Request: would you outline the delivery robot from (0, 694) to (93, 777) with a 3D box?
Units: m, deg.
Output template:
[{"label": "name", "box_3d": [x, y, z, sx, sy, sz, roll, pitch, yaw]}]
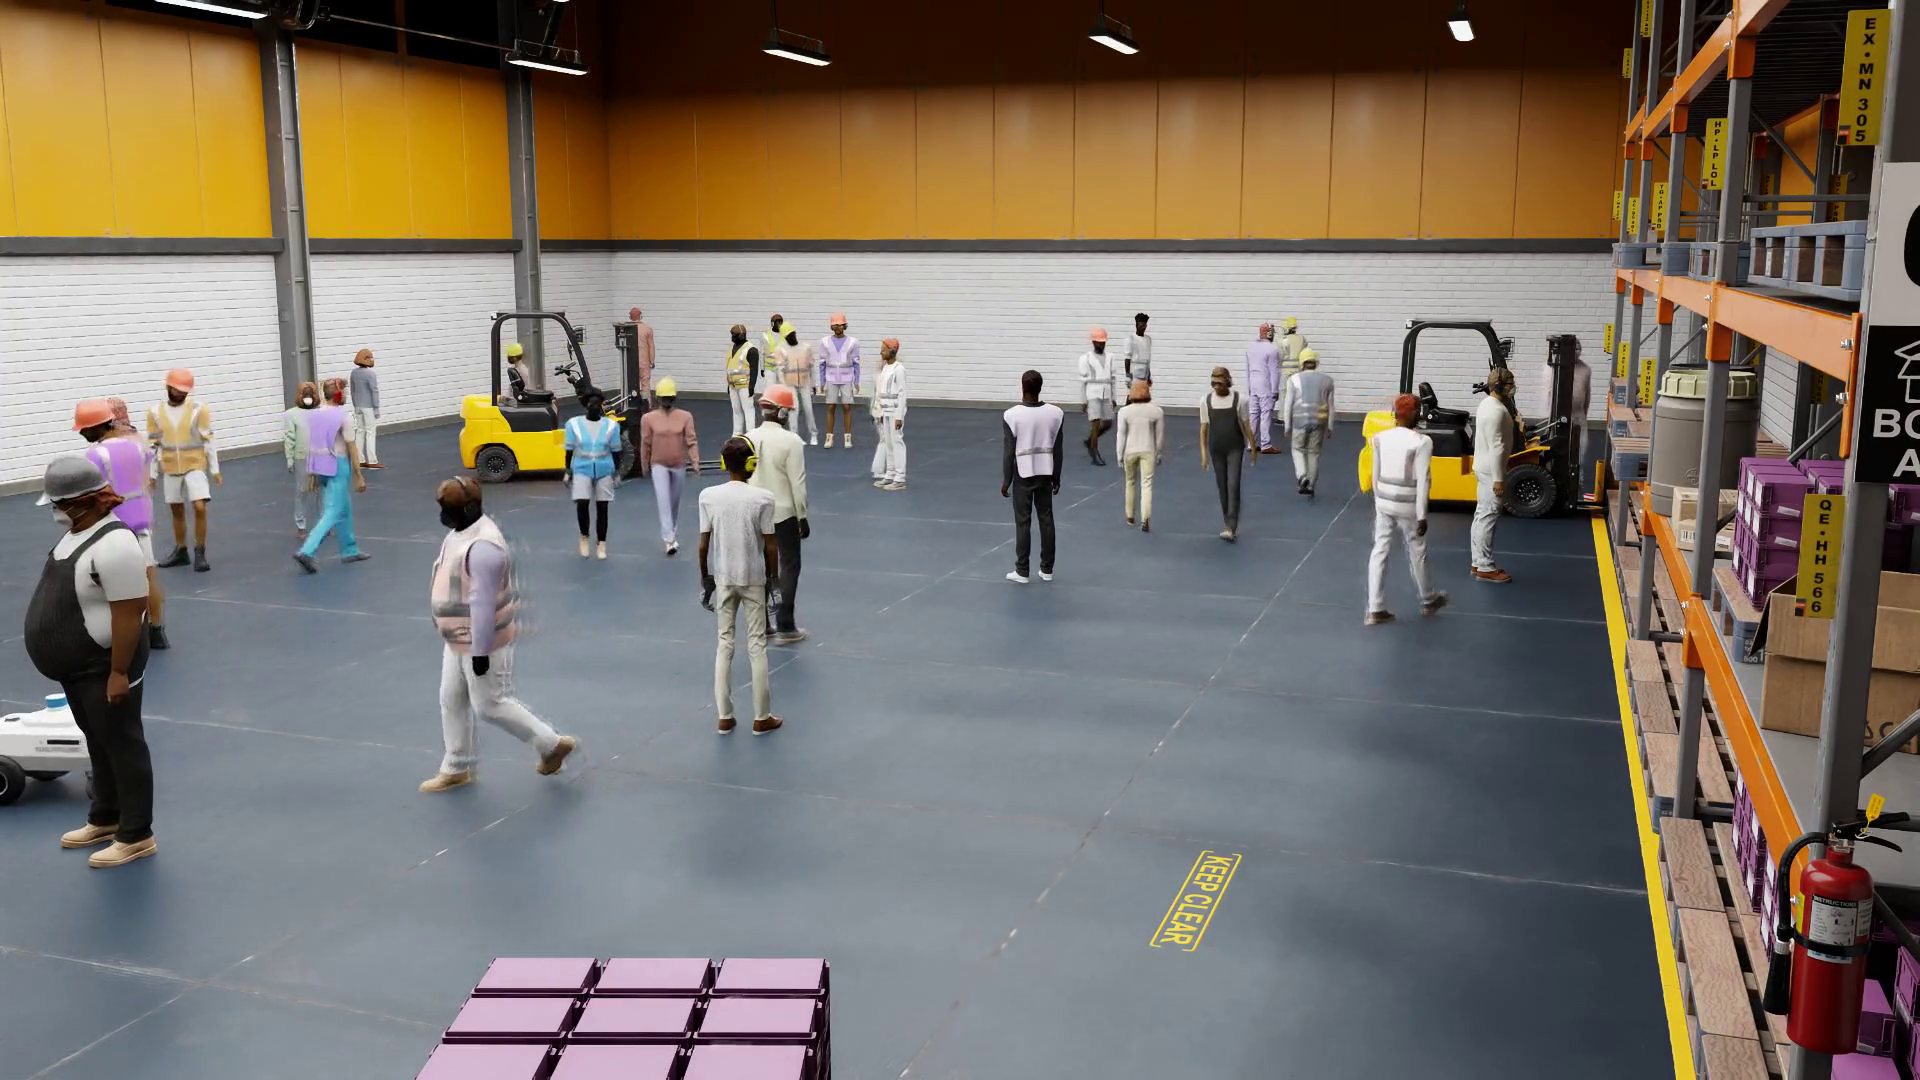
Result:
[{"label": "delivery robot", "box_3d": [-4.966, 1.094, 9.177, 0.707, 0.478, 0.477, 1, 10, 3]}]

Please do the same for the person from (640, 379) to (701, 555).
[{"label": "person", "box_3d": [-2.859, -0.727, 16.406, 0.539, 1.715, 0.905, -4, 11, -21]}]

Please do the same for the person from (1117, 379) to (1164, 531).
[{"label": "person", "box_3d": [1.927, -0.912, 17.806, 0.505, 1.598, 0.799, 1, 10, 5]}]

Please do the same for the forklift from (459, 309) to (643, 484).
[{"label": "forklift", "box_3d": [-5.354, -1.902, 21.697, 2.313, 2.155, 1.214, -2, 10, -13]}]

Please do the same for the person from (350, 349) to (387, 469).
[{"label": "person", "box_3d": [-8.050, -1.773, 22.552, 0.501, 1.632, 0.280, 7, 12, 33]}]

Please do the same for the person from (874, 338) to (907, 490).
[{"label": "person", "box_3d": [-0.845, -1.560, 20.649, 0.357, 1.883, 0.573, -4, 11, -23]}]

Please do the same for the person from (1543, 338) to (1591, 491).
[{"label": "person", "box_3d": [7.529, -1.541, 20.537, 0.654, 1.888, 0.595, -1, 10, -5]}]

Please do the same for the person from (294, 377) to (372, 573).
[{"label": "person", "box_3d": [-5.898, -0.613, 15.560, 0.577, 1.807, 0.892, 7, 12, 33]}]

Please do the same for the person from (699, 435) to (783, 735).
[{"label": "person", "box_3d": [-1.362, 0.283, 10.325, 0.532, 1.864, 0.312, 2, 10, 9]}]

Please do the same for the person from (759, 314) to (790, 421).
[{"label": "person", "box_3d": [-3.147, -2.962, 28.654, 0.628, 1.847, 0.429, -1, 10, -8]}]

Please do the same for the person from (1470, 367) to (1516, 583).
[{"label": "person", "box_3d": [4.828, -0.593, 15.046, 0.373, 1.940, 0.629, 2, 10, 9]}]

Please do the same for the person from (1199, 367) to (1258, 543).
[{"label": "person", "box_3d": [2.722, -0.871, 17.015, 0.594, 1.793, 0.864, 4, 11, 21]}]

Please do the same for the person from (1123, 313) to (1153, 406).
[{"label": "person", "box_3d": [2.836, -2.627, 26.431, 0.608, 1.963, 0.370, -9, 14, -43]}]

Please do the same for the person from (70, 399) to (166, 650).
[{"label": "person", "box_3d": [-6.285, -0.111, 12.407, 0.646, 1.902, 0.650, 4, 11, 20]}]

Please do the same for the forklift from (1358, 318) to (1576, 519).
[{"label": "forklift", "box_3d": [5.787, -1.437, 19.079, 2.313, 2.155, 1.214, 3, 11, 19]}]

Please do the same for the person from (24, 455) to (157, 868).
[{"label": "person", "box_3d": [-4.272, 0.578, 8.164, 0.536, 2.000, 0.676, -10, 14, -43]}]

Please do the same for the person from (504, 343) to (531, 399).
[{"label": "person", "box_3d": [-5.994, -1.863, 22.863, 0.947, 1.704, 0.531, -3, 11, -19]}]

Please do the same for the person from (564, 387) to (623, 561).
[{"label": "person", "box_3d": [-3.507, -0.627, 15.926, 0.563, 1.681, 0.374, -3, 11, -18]}]

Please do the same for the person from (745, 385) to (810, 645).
[{"label": "person", "box_3d": [-1.418, -0.194, 12.706, 0.640, 1.968, 0.468, 7, 12, 33]}]

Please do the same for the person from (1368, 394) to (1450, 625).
[{"label": "person", "box_3d": [3.624, -0.261, 13.440, 0.942, 1.839, 0.611, -8, 13, -40]}]

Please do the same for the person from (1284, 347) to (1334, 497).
[{"label": "person", "box_3d": [4.193, -1.405, 19.989, 0.611, 1.807, 0.546, 0, 10, 0]}]

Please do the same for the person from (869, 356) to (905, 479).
[{"label": "person", "box_3d": [-0.959, -1.588, 21.573, 0.440, 1.609, 0.529, -8, 13, -37]}]

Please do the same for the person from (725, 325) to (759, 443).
[{"label": "person", "box_3d": [-3.310, -2.323, 25.083, 0.619, 1.838, 0.430, 10, 14, 43]}]

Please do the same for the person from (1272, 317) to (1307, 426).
[{"label": "person", "box_3d": [5.530, -2.817, 27.930, 0.632, 1.817, 0.403, -5, 11, -24]}]

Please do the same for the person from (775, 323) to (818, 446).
[{"label": "person", "box_3d": [-2.471, -2.353, 25.174, 0.626, 1.877, 0.397, -4, 11, -20]}]

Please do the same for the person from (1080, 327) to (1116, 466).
[{"label": "person", "box_3d": [1.885, -1.995, 23.004, 0.557, 1.916, 0.554, -5, 11, -27]}]

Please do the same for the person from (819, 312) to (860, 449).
[{"label": "person", "box_3d": [-1.792, -2.370, 24.758, 0.609, 2.044, 0.393, 0, 10, 3]}]

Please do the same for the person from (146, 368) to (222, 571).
[{"label": "person", "box_3d": [-7.230, -0.651, 15.477, 0.620, 1.897, 0.584, -2, 10, -11]}]

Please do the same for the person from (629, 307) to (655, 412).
[{"label": "person", "box_3d": [-5.814, -3.237, 30.017, 0.641, 1.913, 0.407, 0, 10, -1]}]

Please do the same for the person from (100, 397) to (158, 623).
[{"label": "person", "box_3d": [-6.300, -0.128, 12.539, 0.404, 1.902, 0.636, -3, 10, -15]}]

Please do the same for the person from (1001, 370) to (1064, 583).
[{"label": "person", "box_3d": [0.652, -0.568, 14.970, 0.593, 1.917, 0.392, -4, 11, -22]}]

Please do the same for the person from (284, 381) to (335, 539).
[{"label": "person", "box_3d": [-6.722, -0.830, 17.240, 0.507, 1.631, 0.275, -7, 12, -35]}]

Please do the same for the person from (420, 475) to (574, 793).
[{"label": "person", "box_3d": [-2.576, 0.520, 9.178, 0.761, 1.810, 0.646, -6, 12, -29]}]

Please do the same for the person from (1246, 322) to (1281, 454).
[{"label": "person", "box_3d": [4.448, -2.213, 24.259, 0.400, 1.907, 0.644, -5, 11, -28]}]
